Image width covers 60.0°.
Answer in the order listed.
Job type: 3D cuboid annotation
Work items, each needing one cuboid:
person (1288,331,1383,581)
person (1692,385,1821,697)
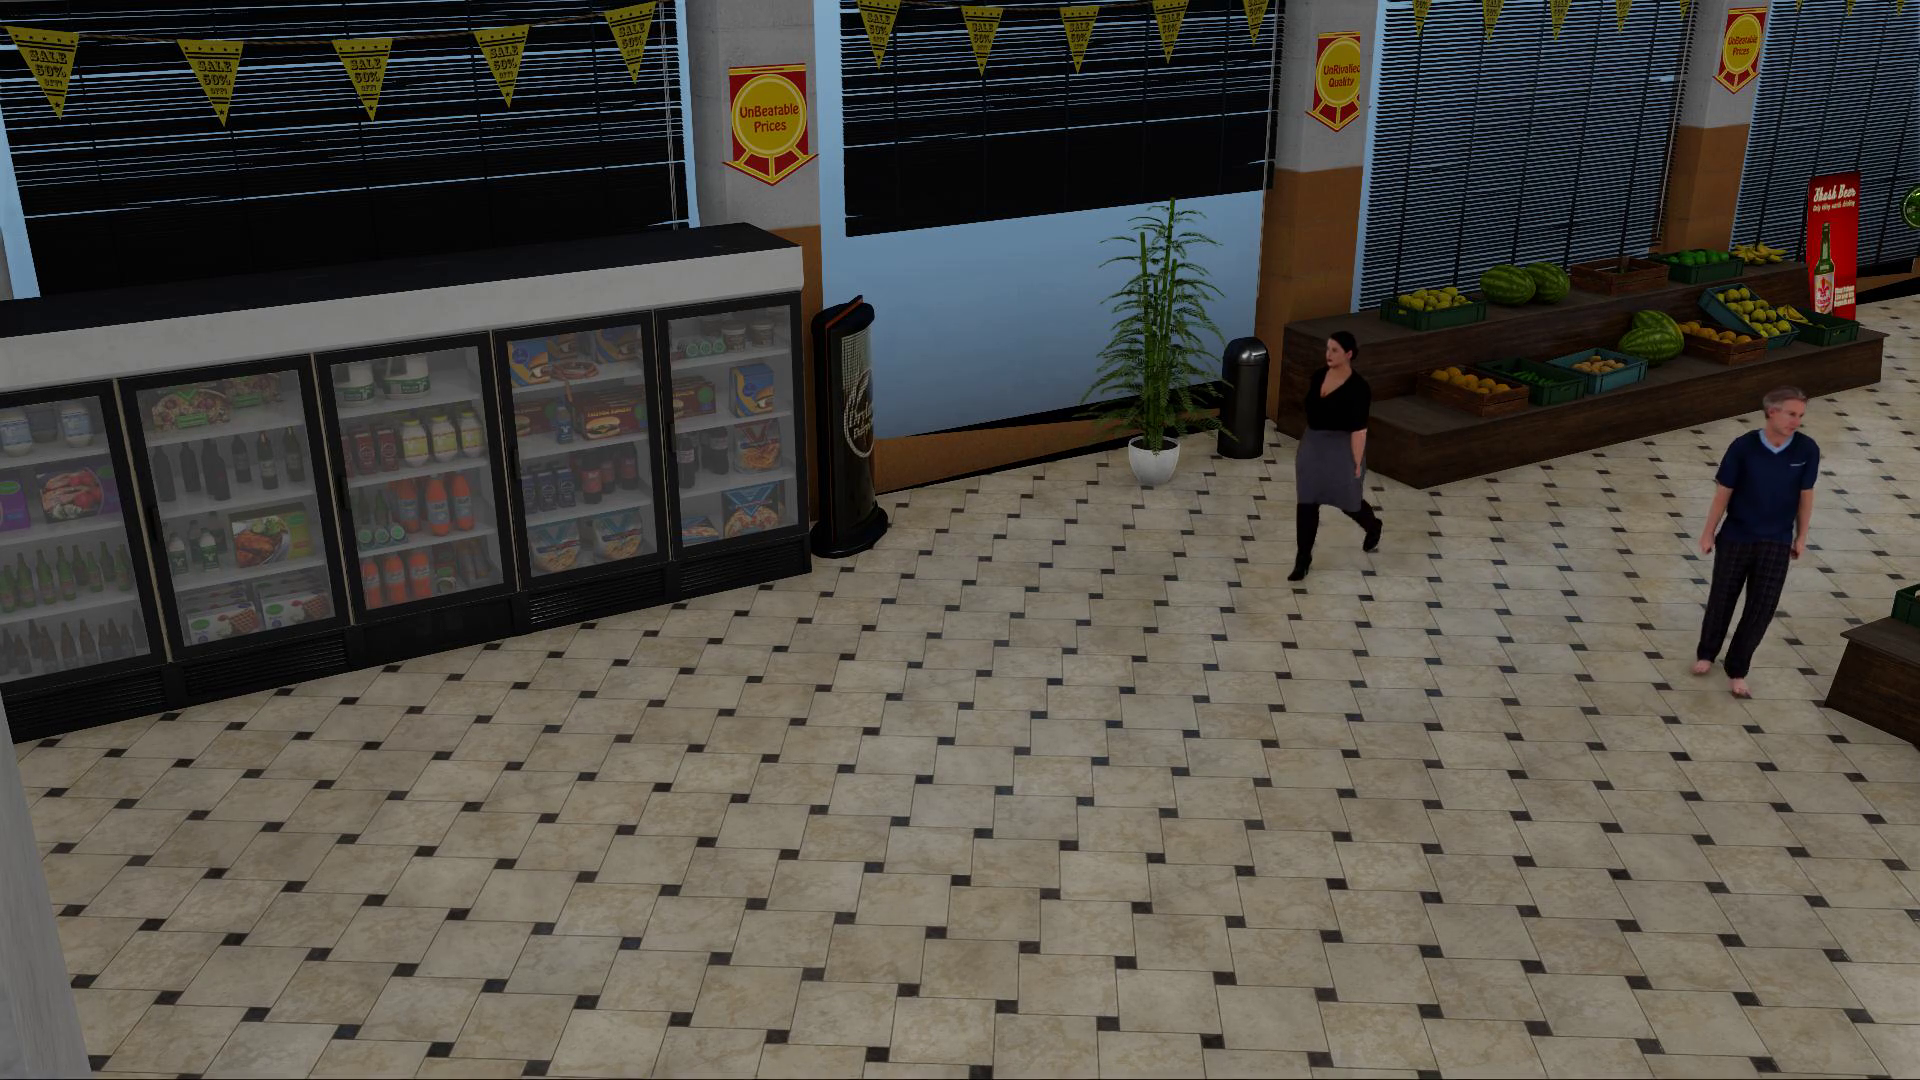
[{"bbox_3d":[2.589,-0.562,11.258,1.076,1.735,0.721,-15,27,-34],"label":"person"},{"bbox_3d":[4.684,-0.036,9.798,0.924,1.847,0.979,9,24,22],"label":"person"}]
